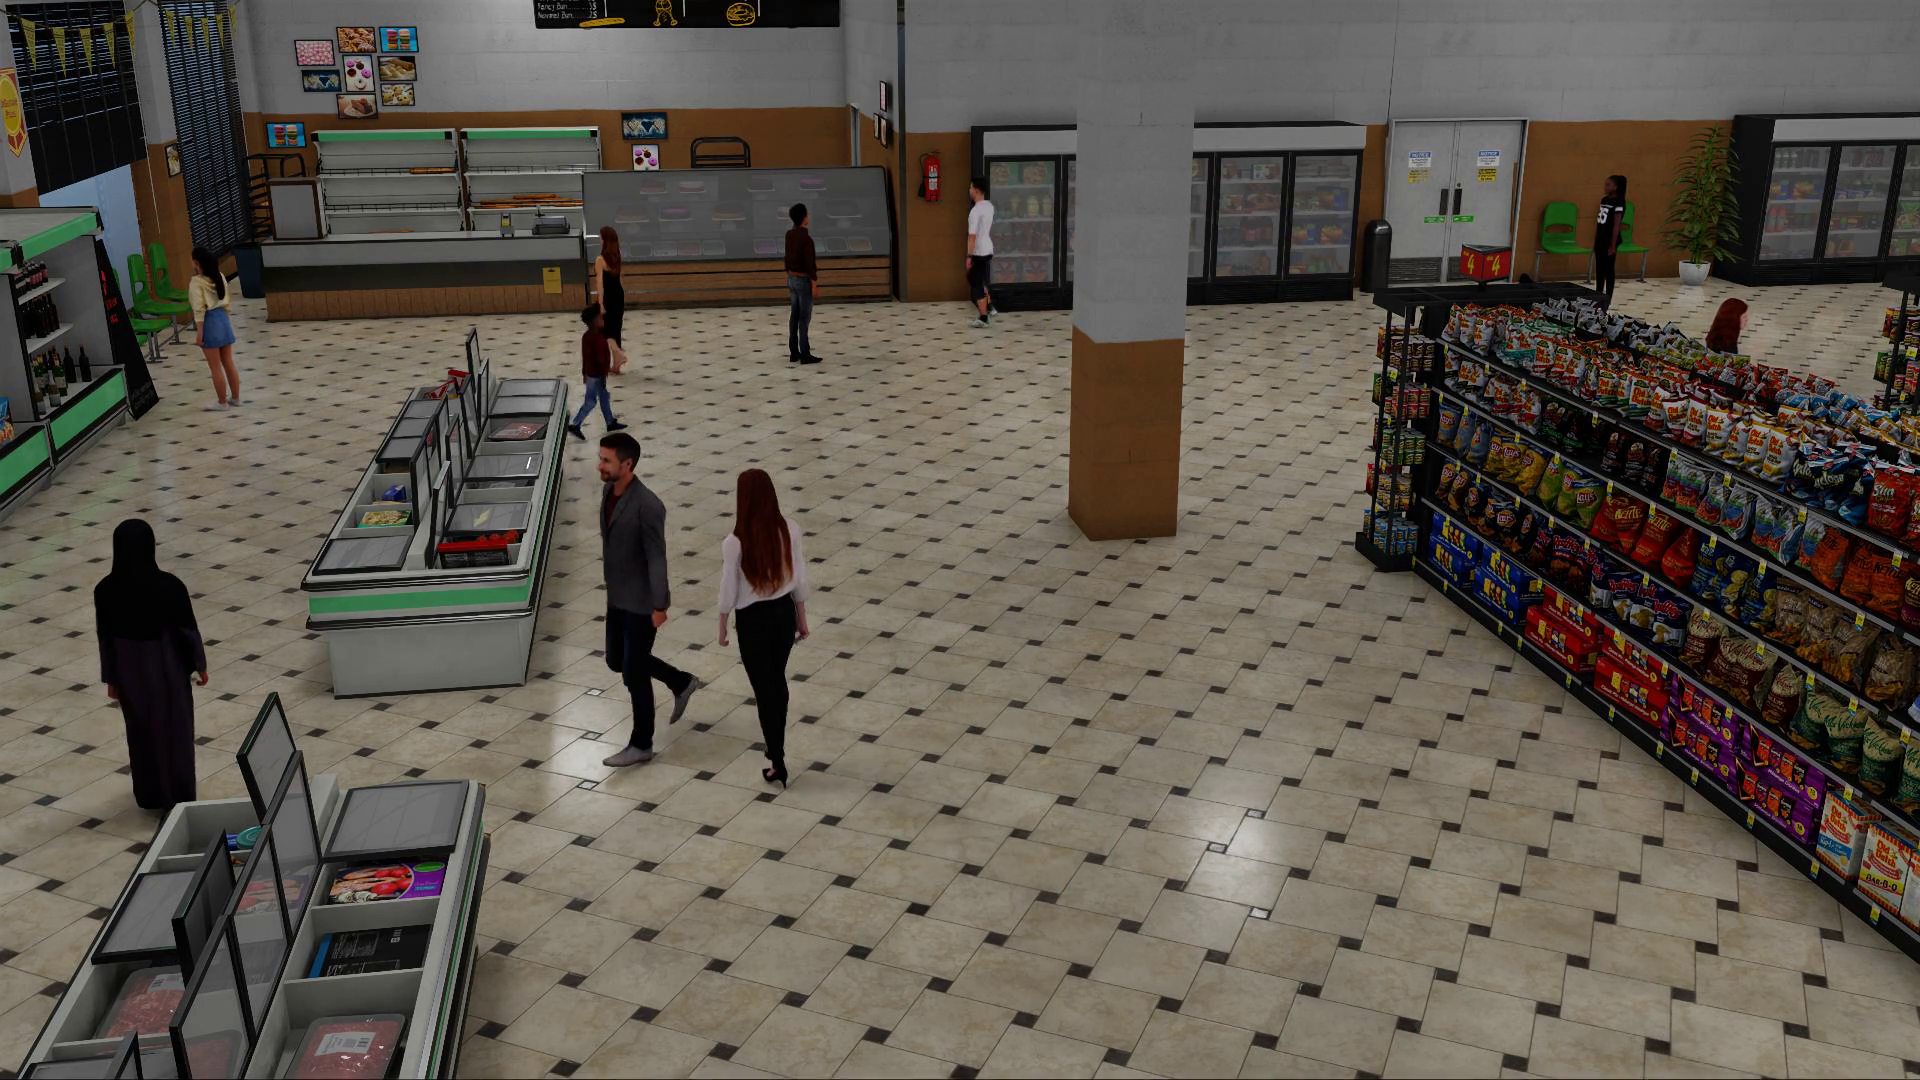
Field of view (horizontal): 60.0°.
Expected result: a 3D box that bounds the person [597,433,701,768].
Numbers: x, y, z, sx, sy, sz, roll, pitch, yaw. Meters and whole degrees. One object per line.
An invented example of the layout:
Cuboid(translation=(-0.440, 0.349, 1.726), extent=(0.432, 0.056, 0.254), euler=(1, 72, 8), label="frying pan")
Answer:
Cuboid(translation=(-1.709, 0.303, 9.087), extent=(1.051, 1.854, 1.055), euler=(-17, 25, -40), label="person")

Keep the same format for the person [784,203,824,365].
Cuboid(translation=(-1.787, -2.872, 18.615), extent=(0.785, 1.782, 0.649), euler=(-15, 24, -37), label="person")

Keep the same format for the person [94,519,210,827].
Cuboid(translation=(-4.076, 0.686, 8.334), extent=(0.612, 1.610, 0.696), euler=(-3, 19, -9), label="person")

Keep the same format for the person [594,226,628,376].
Cuboid(translation=(-3.716, -2.559, 17.956), extent=(0.834, 1.610, 0.777), euler=(11, 22, 31), label="person")

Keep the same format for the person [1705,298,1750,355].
Cuboid(translation=(5.968, -1.028, 13.142), extent=(0.727, 1.786, 0.623), euler=(4, 19, 12), label="person")

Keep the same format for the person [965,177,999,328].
Cuboid(translation=(0.337, -3.526, 20.469), extent=(0.896, 1.838, 0.810), euler=(9, 20, 24), label="person")

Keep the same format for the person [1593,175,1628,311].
Cuboid(translation=(8.448, -3.882, 21.691), extent=(0.650, 1.731, 0.480), euler=(-3, 19, -10), label="person")

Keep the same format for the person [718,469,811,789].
Cuboid(translation=(-0.975, 0.500, 8.667), extent=(0.738, 1.749, 0.771), euler=(-12, 22, -31), label="person")

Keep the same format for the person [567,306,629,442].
Cuboid(translation=(-3.465, -1.540, 15.508), extent=(0.749, 1.245, 0.867), euler=(-10, 21, -28), label="person")

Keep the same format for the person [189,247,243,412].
Cuboid(translation=(-7.433, -2.107, 16.583), extent=(0.780, 1.631, 0.662), euler=(6, 20, 18), label="person")
